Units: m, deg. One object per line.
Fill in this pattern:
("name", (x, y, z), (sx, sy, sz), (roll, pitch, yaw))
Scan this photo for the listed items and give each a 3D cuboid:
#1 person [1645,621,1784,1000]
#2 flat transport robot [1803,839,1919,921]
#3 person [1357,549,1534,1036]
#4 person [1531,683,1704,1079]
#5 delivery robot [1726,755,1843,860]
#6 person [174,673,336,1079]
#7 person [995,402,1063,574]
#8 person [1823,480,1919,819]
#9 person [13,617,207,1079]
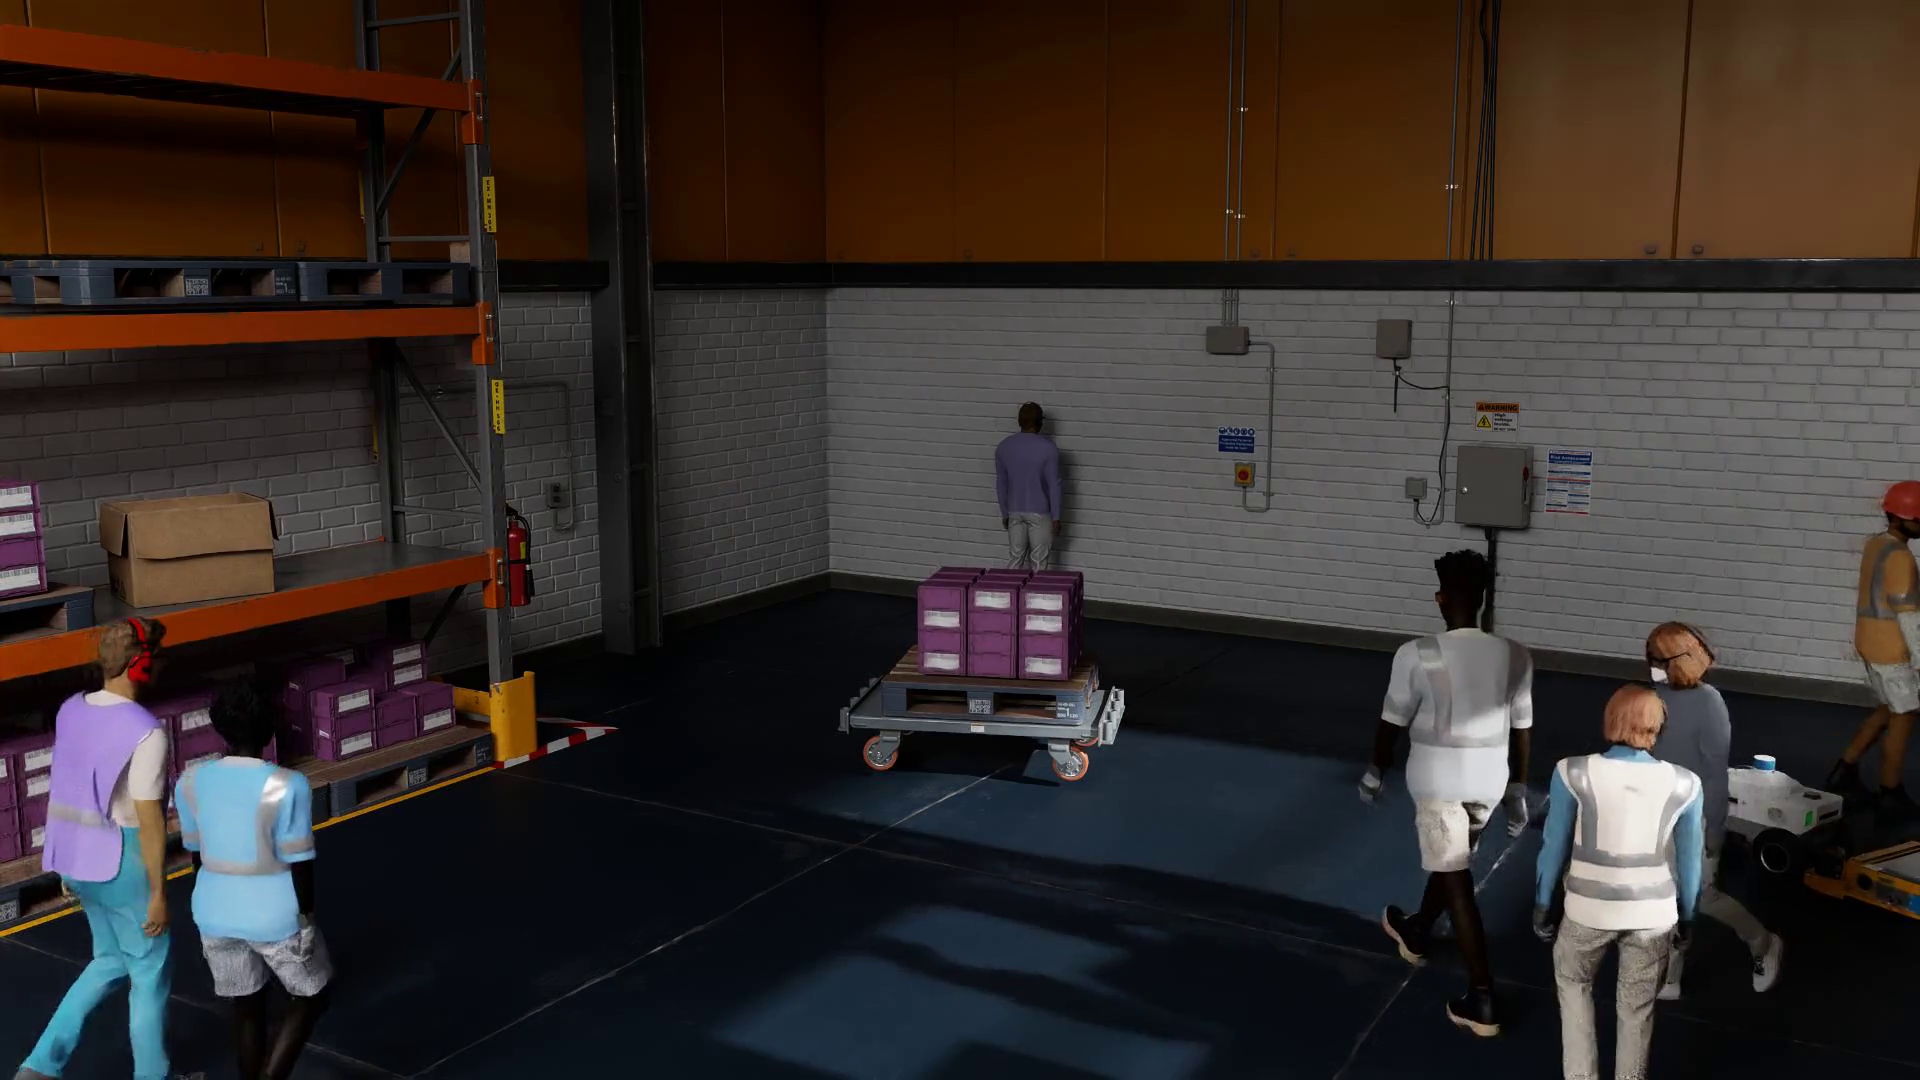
("person", (3.097, 1.131, 6.896), (0.595, 1.603, 0.554), (-1, 9, -6))
("flat transport robot", (4.763, 1.674, 7.678), (0.652, 0.197, 1.431), (-5, 10, -29))
("person", (2.022, 0.986, 6.905), (0.609, 1.900, 1.045), (-3, 9, -16))
("person", (2.284, 1.298, 5.800), (0.554, 1.619, 0.366), (2, 9, 13))
("delivery robot", (4.112, 1.348, 8.537), (0.477, 0.478, 0.707), (-6, 11, -34))
("person", (-2.415, 1.292, 5.667), (0.532, 1.681, 0.409), (2, 9, 12))
("person", (0.604, -0.221, 14.316), (0.632, 1.940, 0.372), (6, 11, 32))
("person", (5.219, 0.608, 9.233), (0.442, 1.910, 0.578), (3, 10, 17))
("person", (-3.051, 1.191, 5.897), (0.607, 1.817, 0.595), (5, 10, 29))
